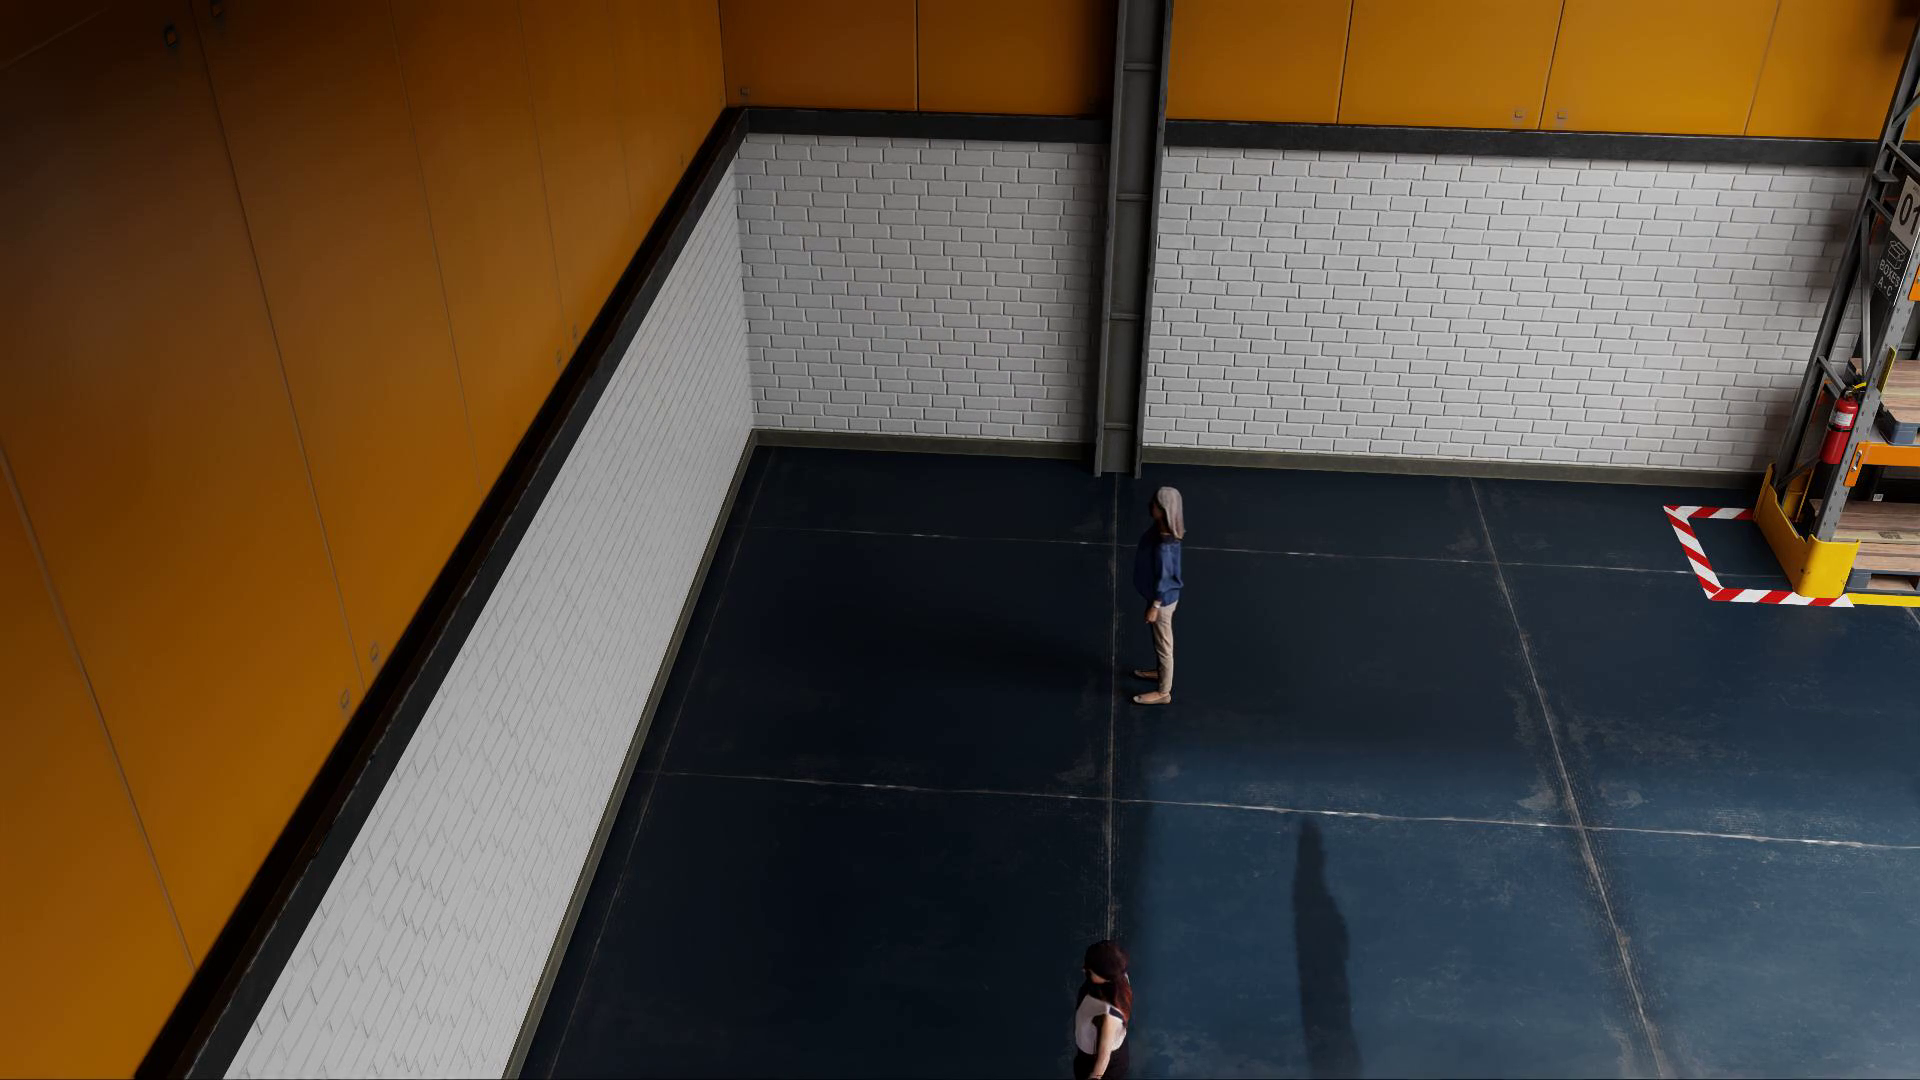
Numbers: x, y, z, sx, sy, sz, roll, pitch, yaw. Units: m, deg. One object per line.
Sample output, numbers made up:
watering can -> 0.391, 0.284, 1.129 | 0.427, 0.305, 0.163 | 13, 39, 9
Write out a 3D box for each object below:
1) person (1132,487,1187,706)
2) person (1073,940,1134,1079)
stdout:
person -> 1.368, 0.368, 11.281 | 0.566, 1.697, 0.616 | 5, 34, 7
person -> 0.725, 2.531, 8.075 | 0.508, 1.644, 0.590 | 1, 34, 2
